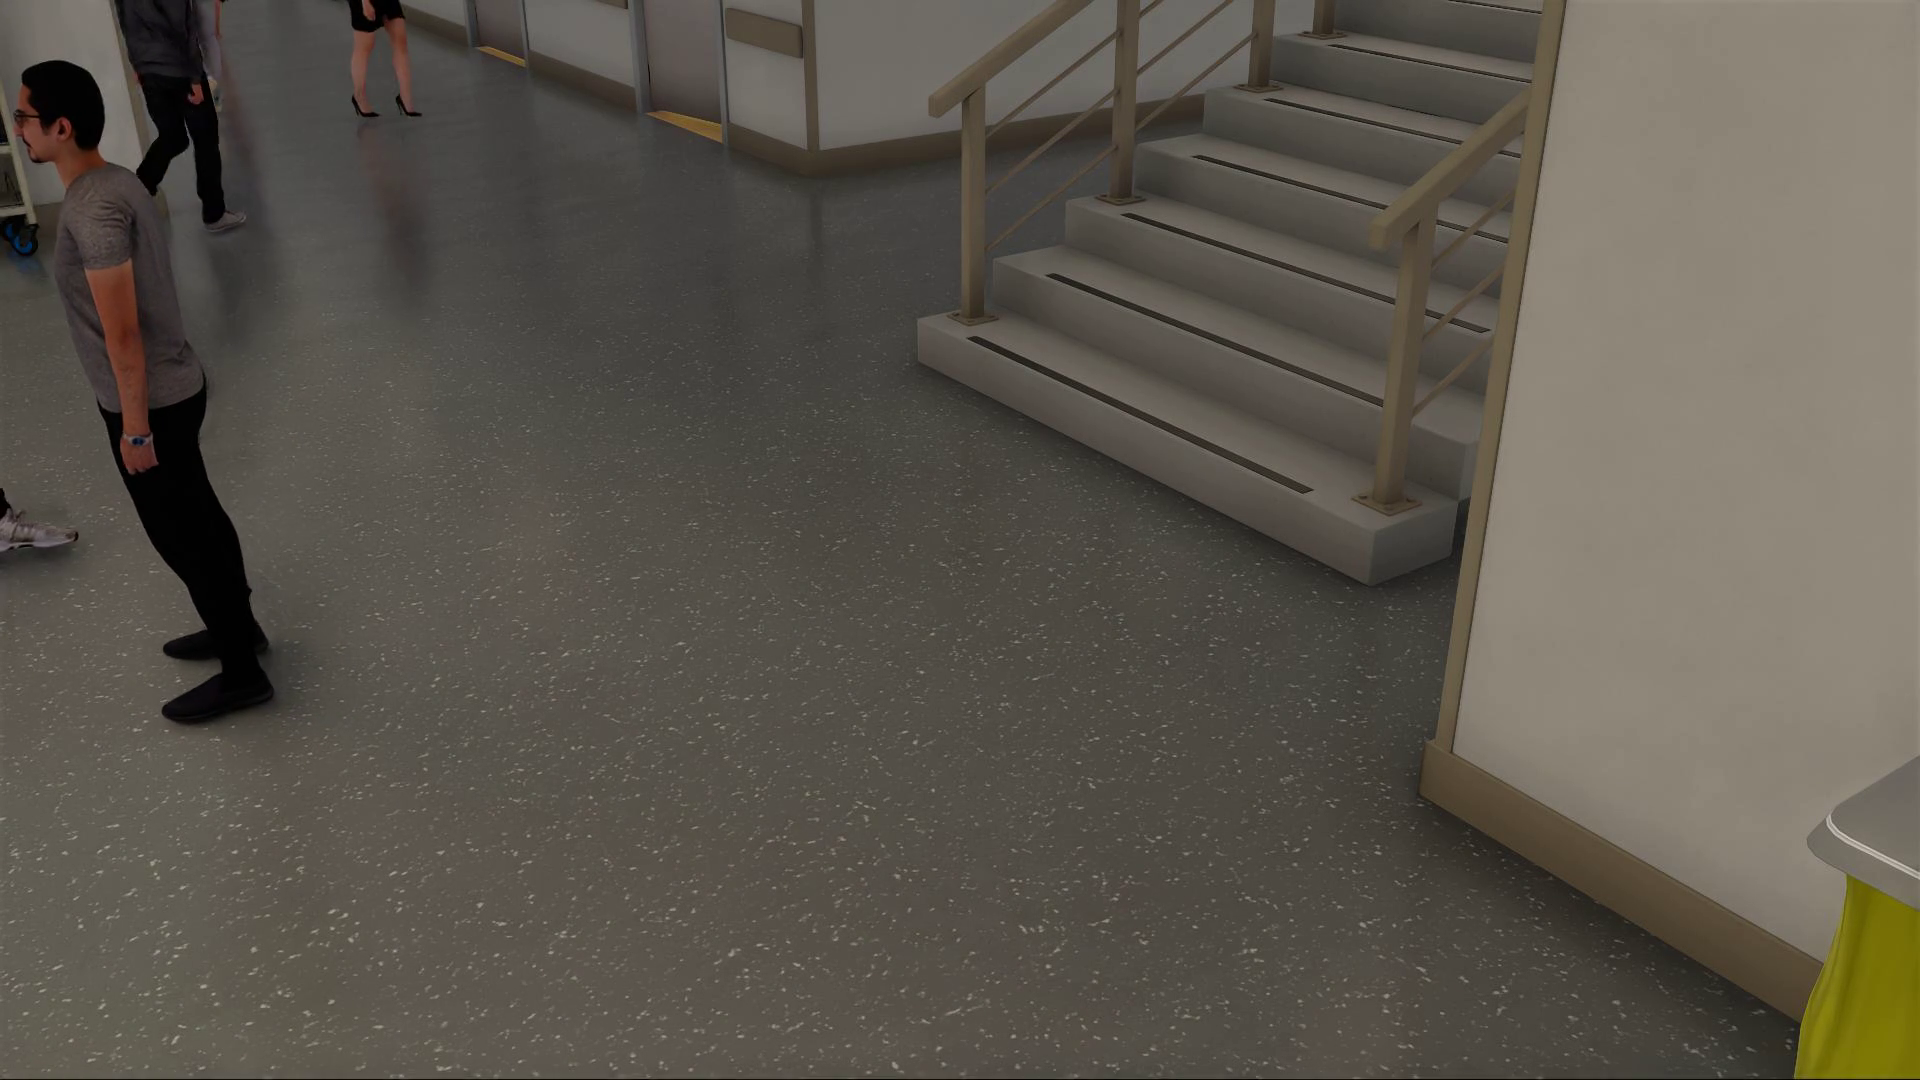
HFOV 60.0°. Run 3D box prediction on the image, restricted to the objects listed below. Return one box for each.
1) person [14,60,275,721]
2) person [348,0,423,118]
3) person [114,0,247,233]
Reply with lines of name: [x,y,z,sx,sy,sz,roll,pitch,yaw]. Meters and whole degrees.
person: [-2.145,-0.384,4.429,0.606,1.747,0.656,-12,28,-23]
person: [-4.110,-3.722,11.467,0.882,1.646,0.852,9,27,17]
person: [-4.177,-2.421,8.657,0.946,1.744,1.046,9,27,17]
